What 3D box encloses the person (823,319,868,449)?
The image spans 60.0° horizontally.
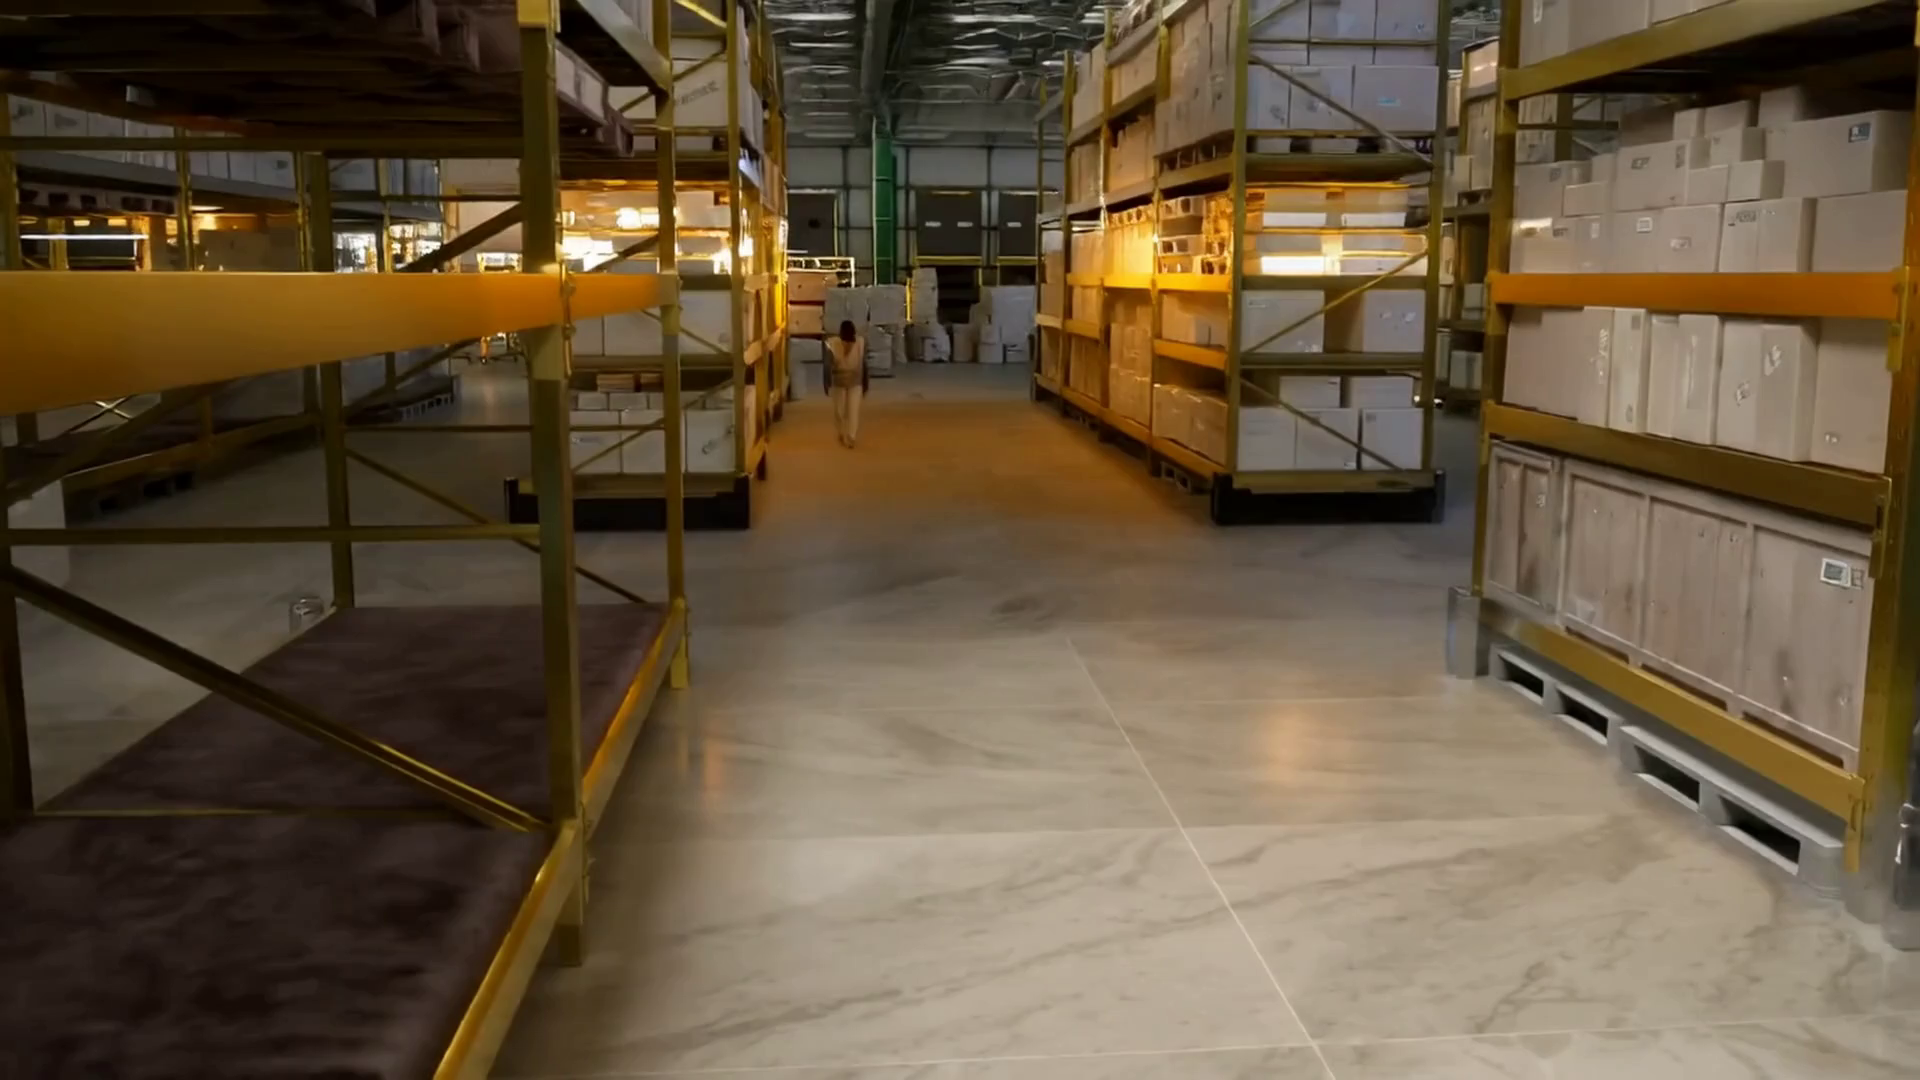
[{"bbox_3d":[-1.601,-2.200,23.310,0.634,1.812,0.879,0,9,-3],"label":"person"}]
